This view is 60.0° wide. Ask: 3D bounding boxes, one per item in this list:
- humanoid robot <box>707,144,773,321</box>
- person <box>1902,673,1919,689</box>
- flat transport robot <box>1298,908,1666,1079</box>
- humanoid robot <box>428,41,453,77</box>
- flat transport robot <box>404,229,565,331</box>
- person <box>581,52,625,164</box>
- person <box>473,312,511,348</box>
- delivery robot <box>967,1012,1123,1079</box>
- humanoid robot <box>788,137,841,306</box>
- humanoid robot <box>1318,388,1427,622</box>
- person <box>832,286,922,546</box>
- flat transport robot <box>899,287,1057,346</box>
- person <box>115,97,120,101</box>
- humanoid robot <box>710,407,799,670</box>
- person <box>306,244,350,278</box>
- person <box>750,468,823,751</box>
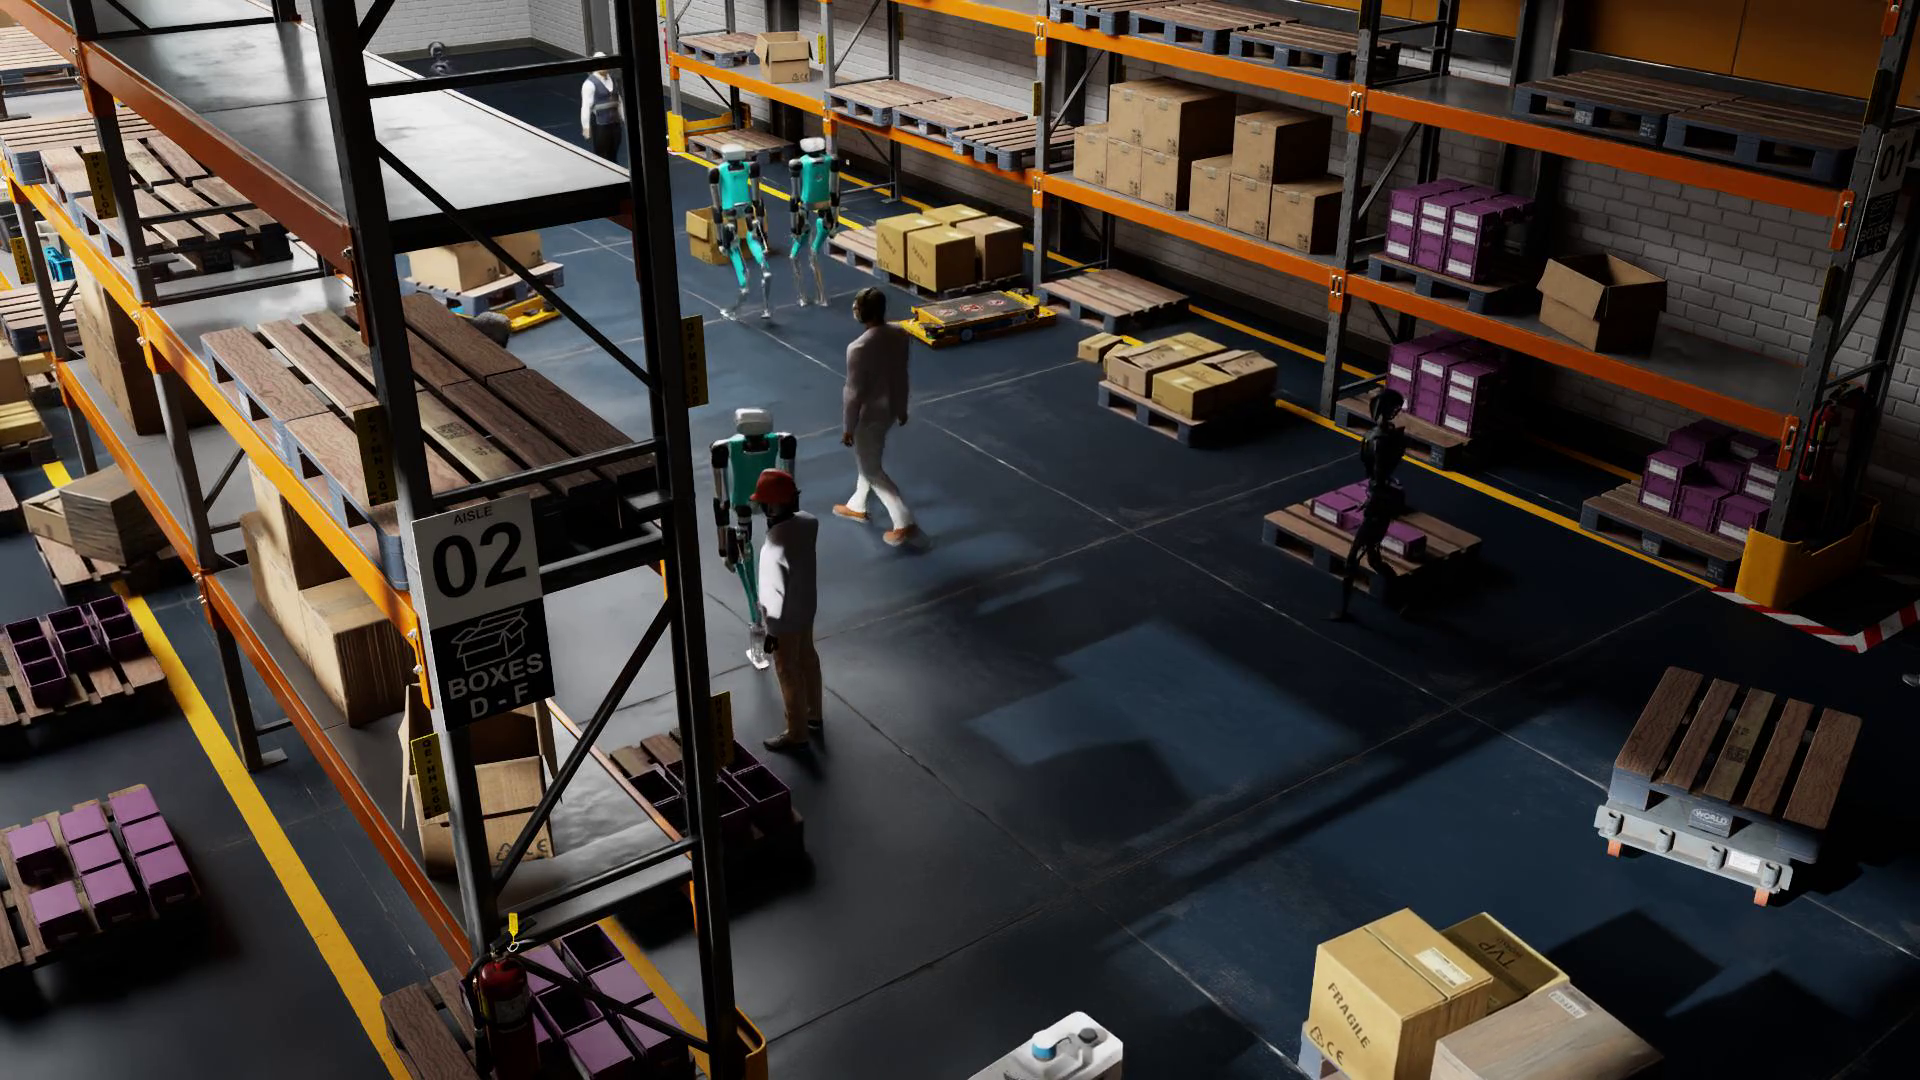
[{"bbox_3d":[-2.057,-2.896,16.119,0.537,1.767,0.941,-15,30,-27],"label":"humanoid robot"},{"bbox_3d":[6.197,0.054,10.006,0.490,1.955,0.420,-16,31,-29],"label":"person"},{"bbox_3d":[2.230,2.481,7.053,1.431,0.231,0.659,-14,30,-26],"label":"flat transport robot"},{"bbox_3d":[-6.684,-5.641,21.645,0.350,1.642,0.599,-8,28,-15],"label":"humanoid robot"},{"bbox_3d":[-4.746,-2.385,16.731,1.431,0.231,0.659,16,31,29],"label":"flat transport robot"},{"bbox_3d":[-4.373,-5.120,20.510,0.444,1.756,0.769,17,31,29],"label":"person"},{"bbox_3d":[-3.246,-0.714,11.664,0.578,1.842,0.342,11,29,21],"label":"person"},{"bbox_3d":[0.332,2.350,7.015,0.807,0.613,0.499,-21,33,-35],"label":"delivery robot"},{"bbox_3d":[-1.523,-3.191,16.720,0.533,1.797,0.739,-13,29,-24],"label":"humanoid robot"},{"bbox_3d":[2.767,-0.199,10.840,0.689,1.634,0.607,8,28,15],"label":"humanoid robot"},{"bbox_3d":[-0.609,-0.908,11.974,0.880,1.908,0.640,16,31,28],"label":"person"},{"bbox_3d":[0.181,-2.195,16.354,1.431,0.231,0.659,-15,30,-27],"label":"flat transport robot"},{"bbox_3d":[-10.643,-5.424,20.856,0.608,1.995,0.380,21,34,36],"label":"person"},{"bbox_3d":[-1.139,0.158,10.084,0.542,1.811,0.893,-10,28,-19],"label":"humanoid robot"},{"bbox_3d":[-6.202,-2.898,16.238,0.551,1.611,0.367,11,29,21],"label":"person"},{"bbox_3d":[-1.003,0.397,9.545,0.345,1.746,0.572,9,28,16],"label":"person"}]
